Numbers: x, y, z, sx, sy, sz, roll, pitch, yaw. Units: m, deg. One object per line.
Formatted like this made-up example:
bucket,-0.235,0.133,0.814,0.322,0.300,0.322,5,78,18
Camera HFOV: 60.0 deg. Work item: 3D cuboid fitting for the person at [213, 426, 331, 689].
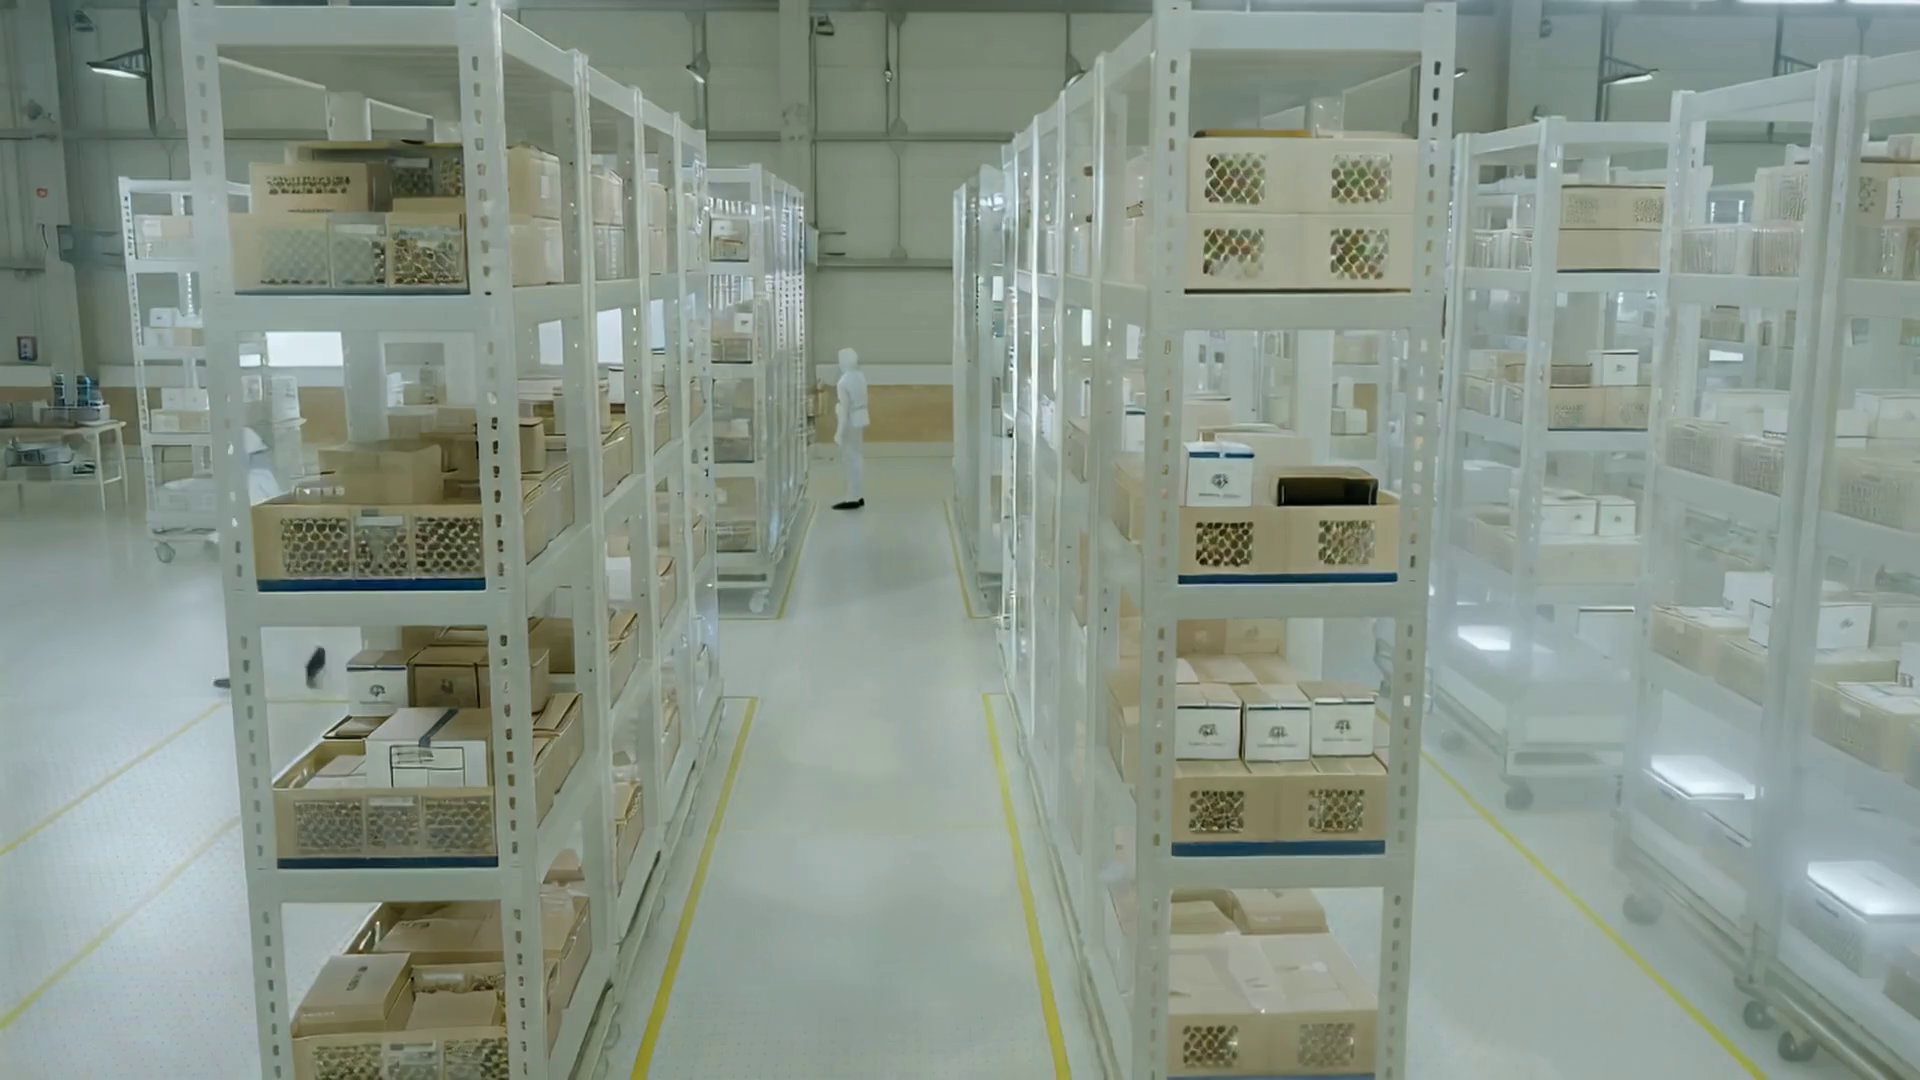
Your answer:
person,-4.636,0.132,11.096,0.757,1.813,0.595,-1,10,-6

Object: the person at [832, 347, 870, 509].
person,-1.242,-1.275,18.995,0.390,1.847,0.566,4,11,21
